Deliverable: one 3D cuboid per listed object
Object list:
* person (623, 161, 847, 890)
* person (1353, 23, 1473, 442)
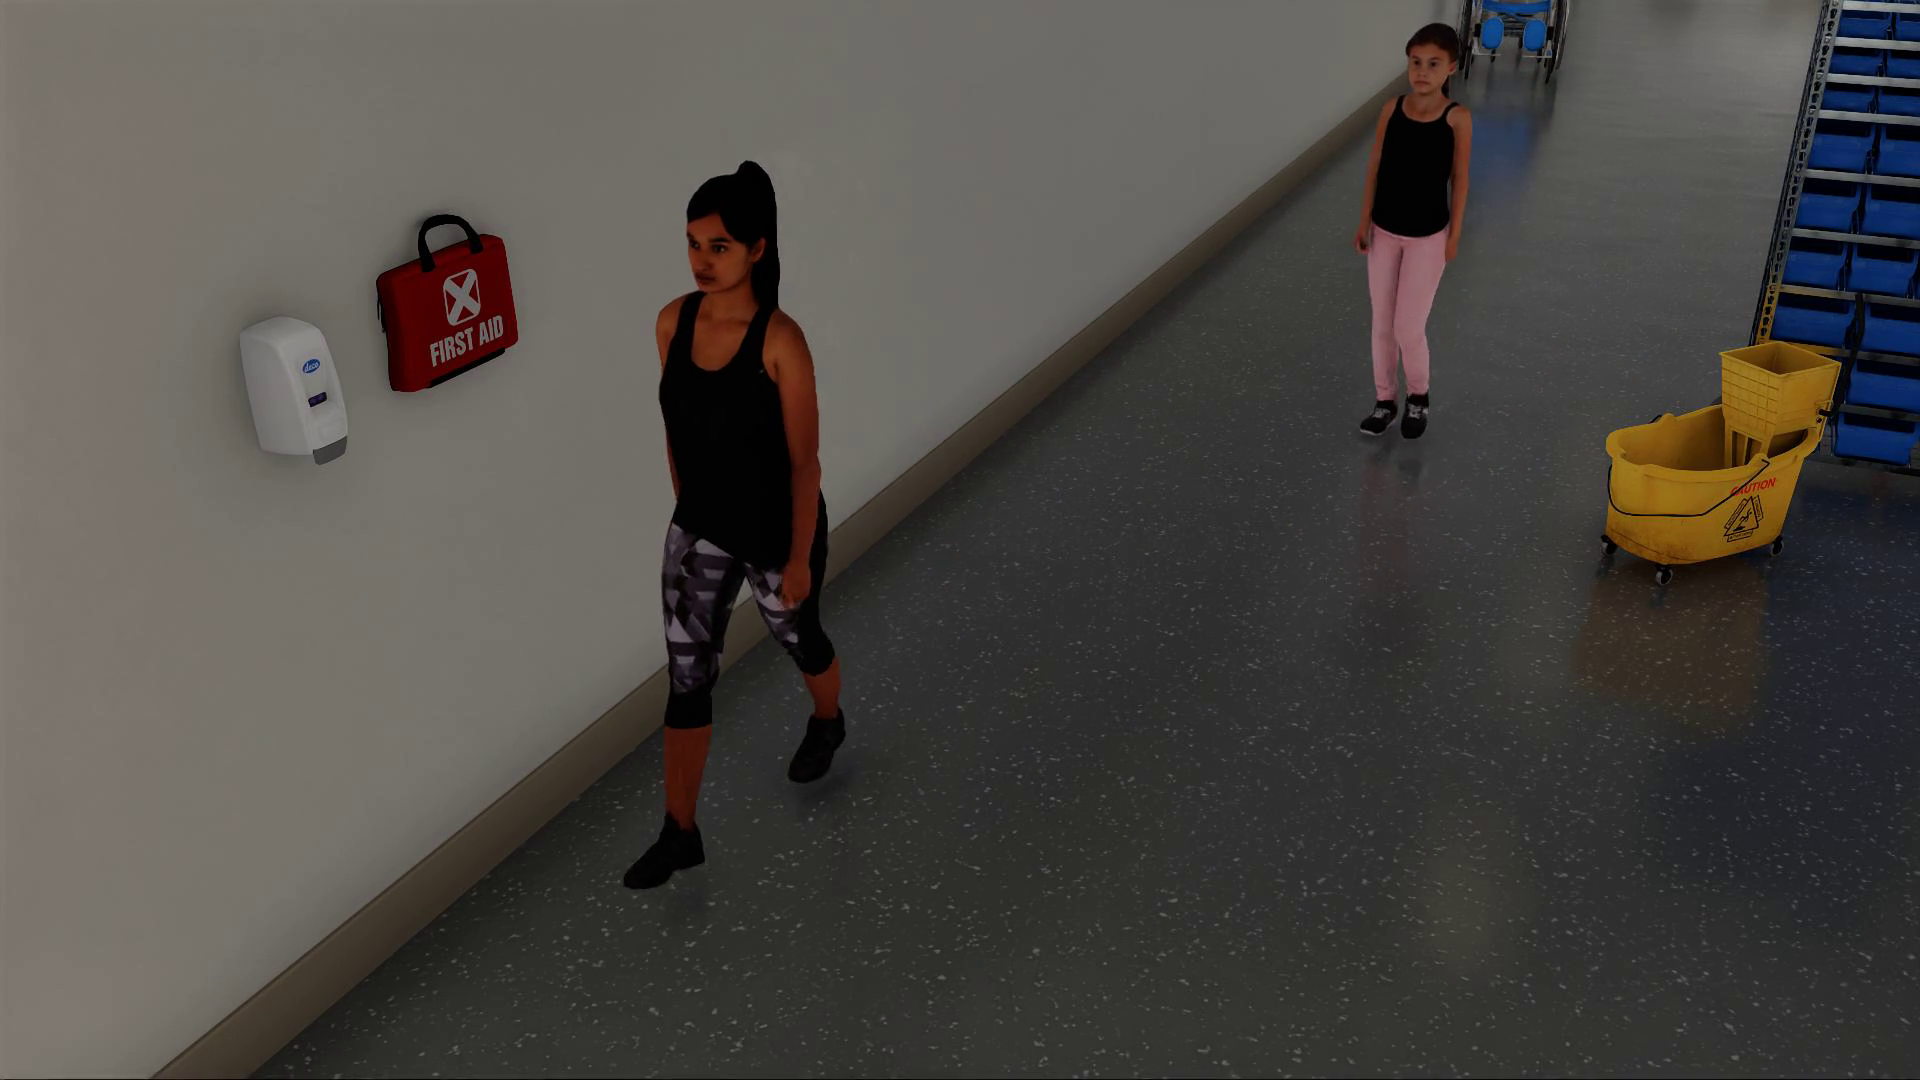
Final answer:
[{"bbox_3d":[-0.444,-0.046,3.892,0.999,1.619,0.656,11,28,22],"label":"person"},{"bbox_3d":[1.706,-1.146,6.250,0.551,1.552,0.624,18,31,33],"label":"person"}]
